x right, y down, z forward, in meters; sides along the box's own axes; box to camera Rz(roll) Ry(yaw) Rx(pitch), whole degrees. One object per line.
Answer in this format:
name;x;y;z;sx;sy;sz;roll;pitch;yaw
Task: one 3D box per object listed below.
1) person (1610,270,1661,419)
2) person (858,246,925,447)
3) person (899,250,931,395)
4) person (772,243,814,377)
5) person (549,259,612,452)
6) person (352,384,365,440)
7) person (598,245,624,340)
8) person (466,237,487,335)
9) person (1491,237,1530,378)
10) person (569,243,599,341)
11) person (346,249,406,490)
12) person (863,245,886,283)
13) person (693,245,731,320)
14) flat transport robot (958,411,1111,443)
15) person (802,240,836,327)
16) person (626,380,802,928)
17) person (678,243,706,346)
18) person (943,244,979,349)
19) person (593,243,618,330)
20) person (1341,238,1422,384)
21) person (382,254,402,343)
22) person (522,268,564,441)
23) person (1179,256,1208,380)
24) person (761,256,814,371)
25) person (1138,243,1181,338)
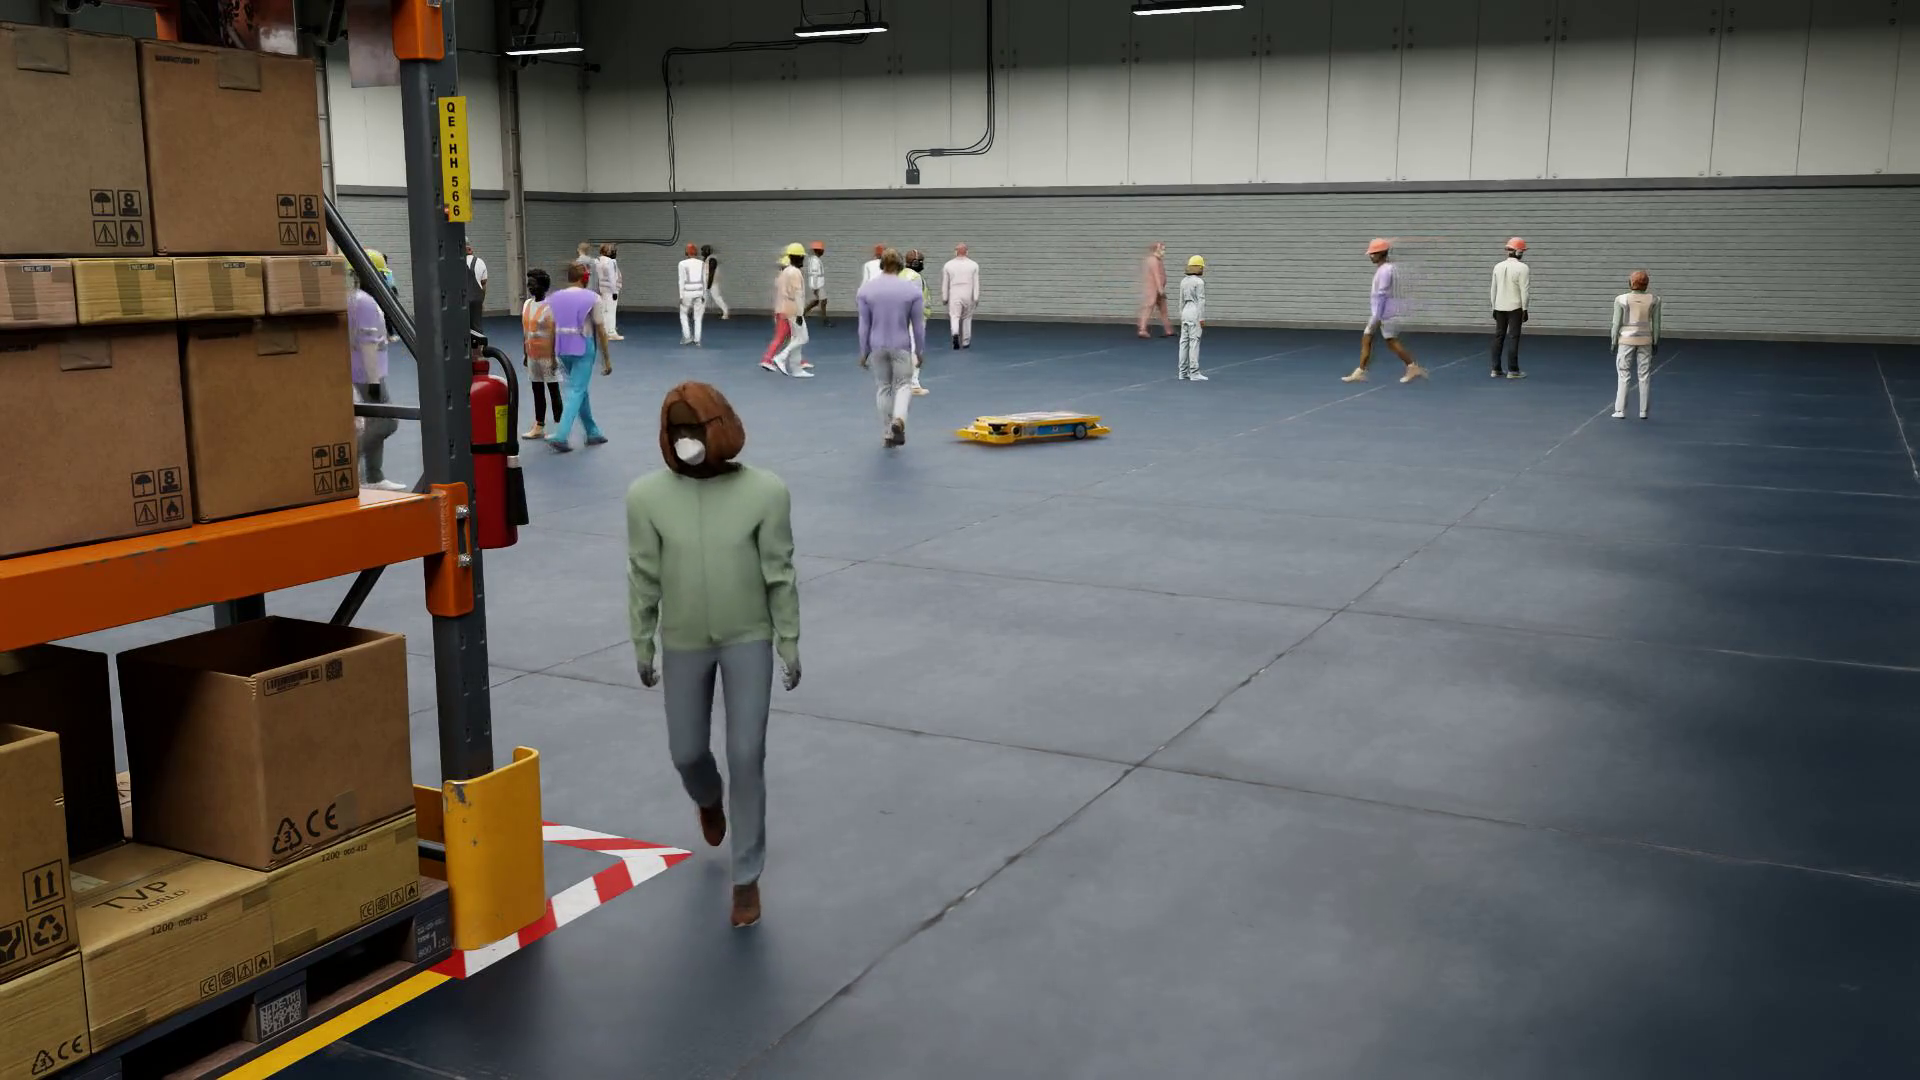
person;7.446;-2.148;18.355;0.523;1.638;0.310;1;10;7
person;-0.651;-1.809;15.739;0.635;1.922;0.598;1;10;4
person;-0.587;-2.767;21.204;0.428;1.836;0.625;-4;11;-20
person;-2.368;-3.247;23.585;0.512;1.916;0.603;-3;11;-17
person;-3.626;-1.746;15.732;0.580;1.803;0.969;5;11;24
person;-6.179;-1.875;16.095;0.607;1.937;1.080;3;11;18
person;-6.790;-4.811;32.341;0.430;1.838;0.619;-6;12;-29
person;-7.655;-3.684;25.630;0.537;2.000;0.683;10;15;44
person;7.857;-3.306;23.703;0.399;1.989;0.622;-6;12;-32
person;-7.215;-4.714;31.704;0.925;1.872;0.622;1;10;7
person;-4.644;-1.308;13.026;0.487;1.911;0.605;-5;11;-25
person;-1.353;-4.279;29.400;0.611;1.839;0.947;5;12;26
person;-5.971;-6.206;40.062;0.907;1.805;0.617;-7;13;-34
flat transport robot;0.751;-1.135;16.563;1.431;0.197;0.652;-7;13;-34
person;-3.201;-5.617;36.540;0.845;1.910;0.551;-1;10;-7
person;-0.733;0.307;5.054;0.527;1.607;0.600;0;10;-2
person;-4.936;-4.490;30.500;0.591;1.869;0.544;-7;13;-34
person;0.017;-4.342;29.692;0.652;1.883;0.839;1;10;3
person;-7.515;-5.358;35.295;0.508;1.847;0.345;-2;11;-8
person;5.827;-3.115;22.698;1.051;1.994;0.611;1;10;7
person;-10.637;-4.465;30.917;0.540;1.660;0.815;7;12;33
person;-4.123;-1.822;16.414;0.529;1.697;0.321;7;13;35
person;3.281;-3.110;23.334;0.312;1.737;0.483;-6;12;-29
person;-2.618;-3.391;24.916;0.909;1.723;0.543;-6;12;-29
person;3.972;-4.913;32.831;0.946;1.865;0.659;2;11;12
